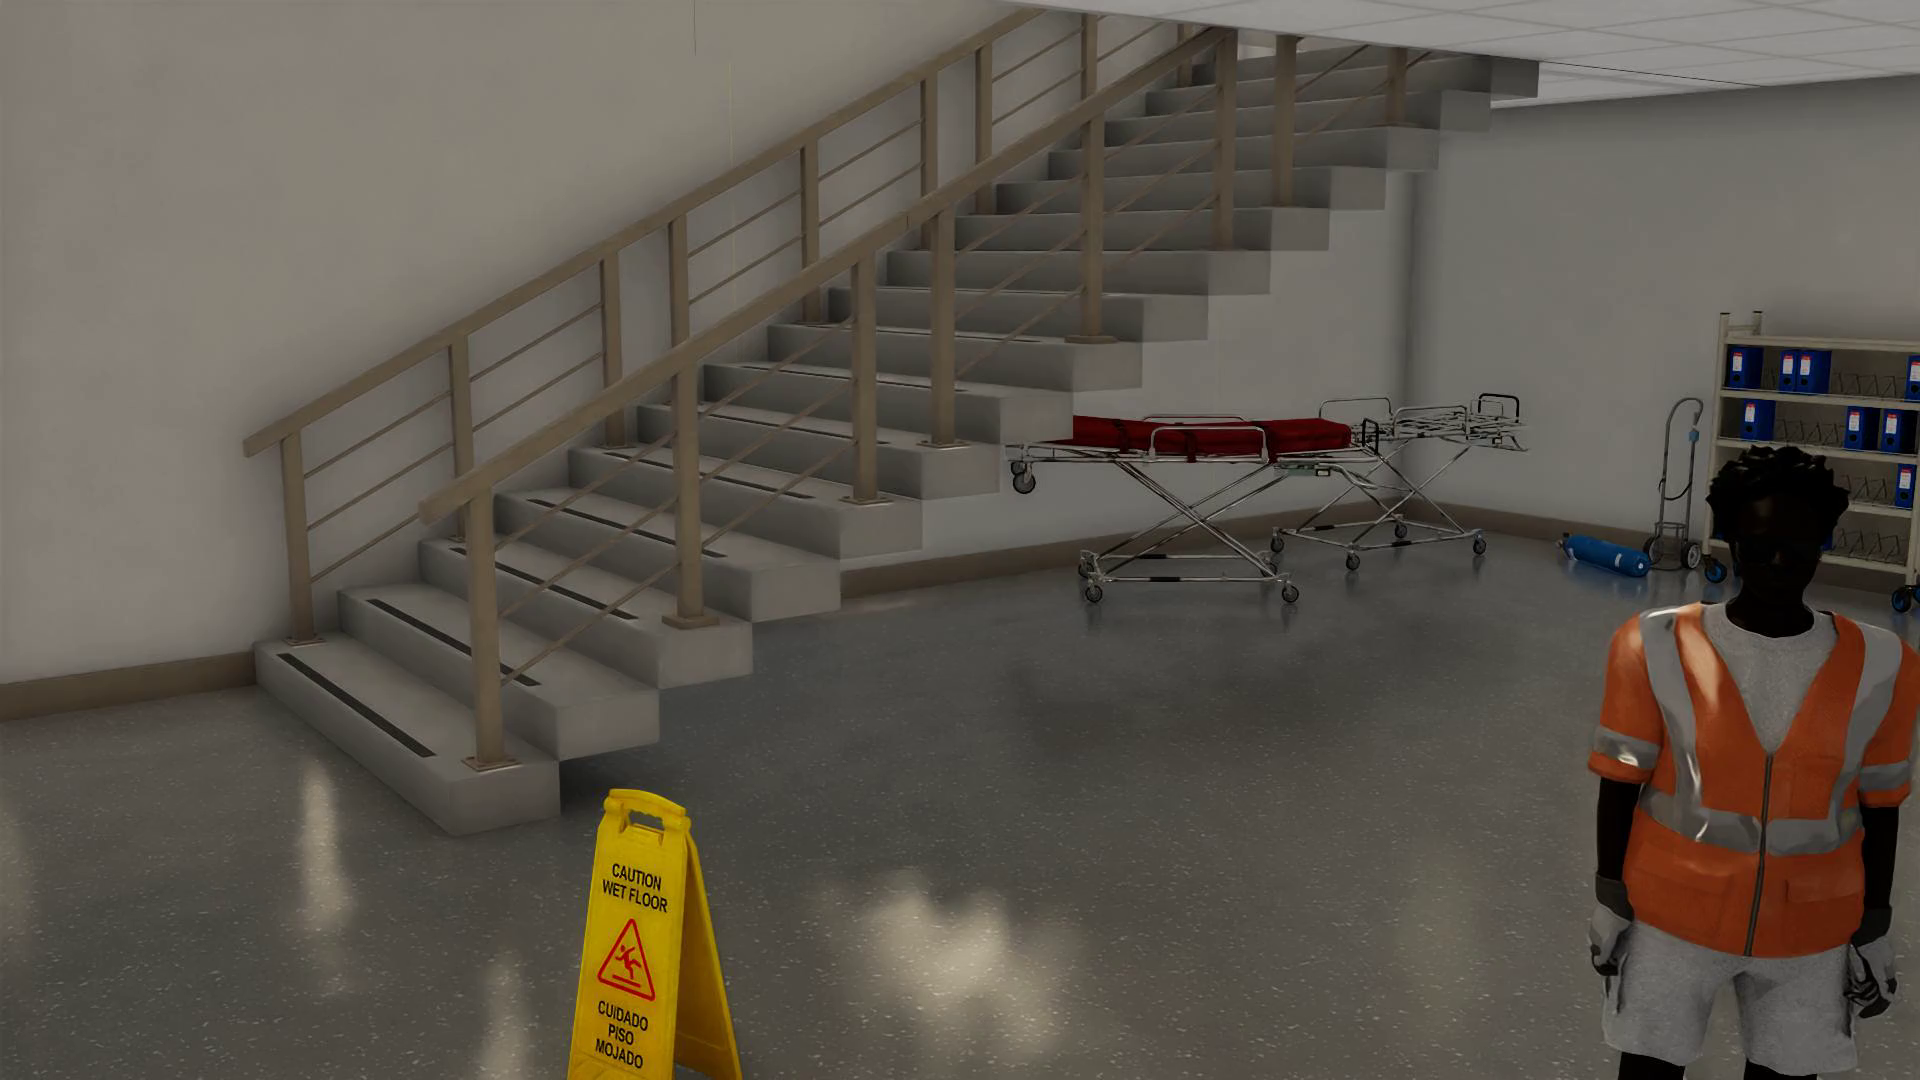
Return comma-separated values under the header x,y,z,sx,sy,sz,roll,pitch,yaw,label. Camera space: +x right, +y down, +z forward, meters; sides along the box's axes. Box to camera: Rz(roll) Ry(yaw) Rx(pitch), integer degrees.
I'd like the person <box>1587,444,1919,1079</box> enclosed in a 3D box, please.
x,y,z,sx,sy,sz,roll,pitch,yaw,label
1.380,0.674,2.950,0.531,1.698,0.320,3,10,15,person
